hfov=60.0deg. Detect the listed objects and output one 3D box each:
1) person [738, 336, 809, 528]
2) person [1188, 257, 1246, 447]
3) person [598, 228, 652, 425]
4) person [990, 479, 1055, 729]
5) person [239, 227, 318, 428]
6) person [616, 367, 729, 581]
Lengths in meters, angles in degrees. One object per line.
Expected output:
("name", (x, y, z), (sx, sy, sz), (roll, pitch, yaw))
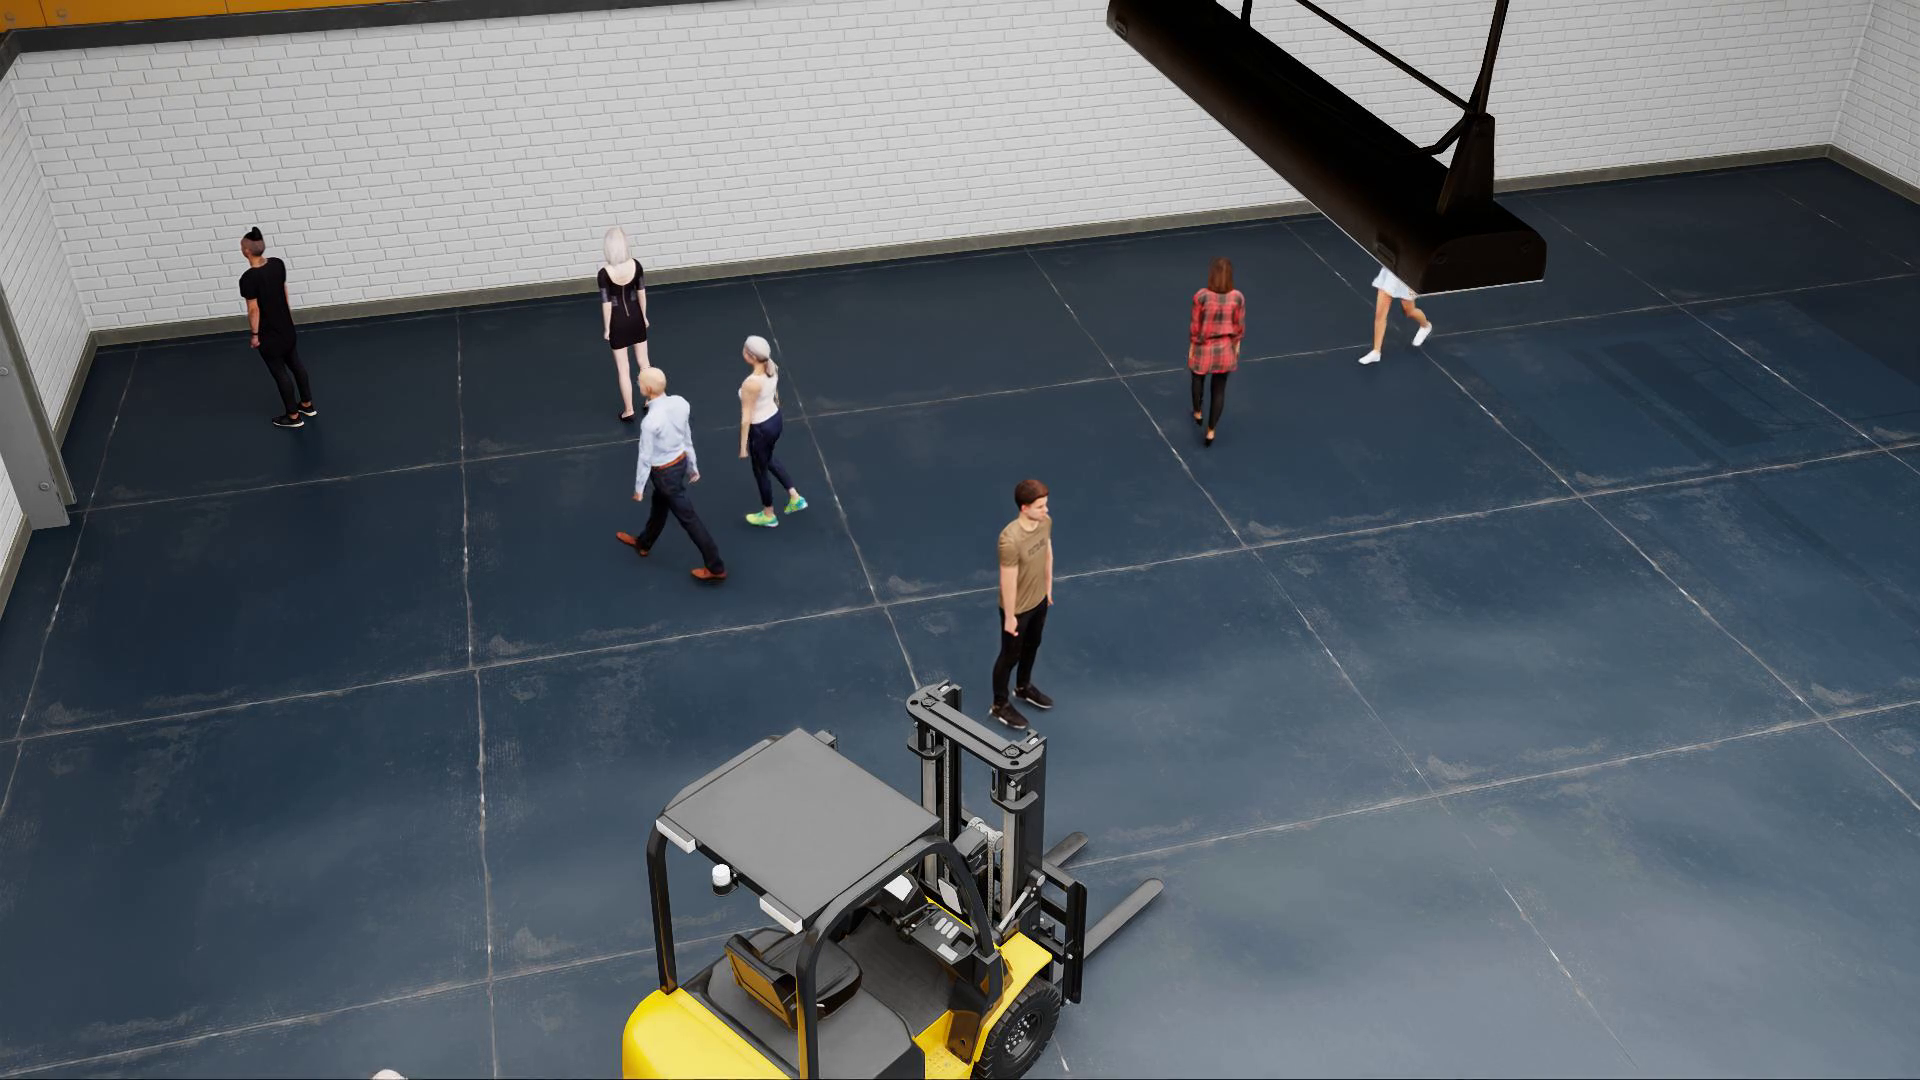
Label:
("person", (-1.454, -0.814, 13.024), (0.866, 1.693, 0.817), (13, 36, 19))
("person", (2.164, -1.573, 14.173), (0.779, 1.686, 0.892), (3, 34, 4))
("person", (-2.905, -1.872, 14.493), (0.645, 1.830, 0.626), (-23, 40, -30))
("person", (0.416, 0.393, 11.069), (0.769, 1.847, 0.739), (23, 40, 31))
("person", (-5.966, -1.867, 14.456), (0.836, 1.862, 0.719), (9, 35, 14))
("person", (-2.094, -0.436, 12.417), (1.244, 1.736, 1.251), (14, 36, 20))
